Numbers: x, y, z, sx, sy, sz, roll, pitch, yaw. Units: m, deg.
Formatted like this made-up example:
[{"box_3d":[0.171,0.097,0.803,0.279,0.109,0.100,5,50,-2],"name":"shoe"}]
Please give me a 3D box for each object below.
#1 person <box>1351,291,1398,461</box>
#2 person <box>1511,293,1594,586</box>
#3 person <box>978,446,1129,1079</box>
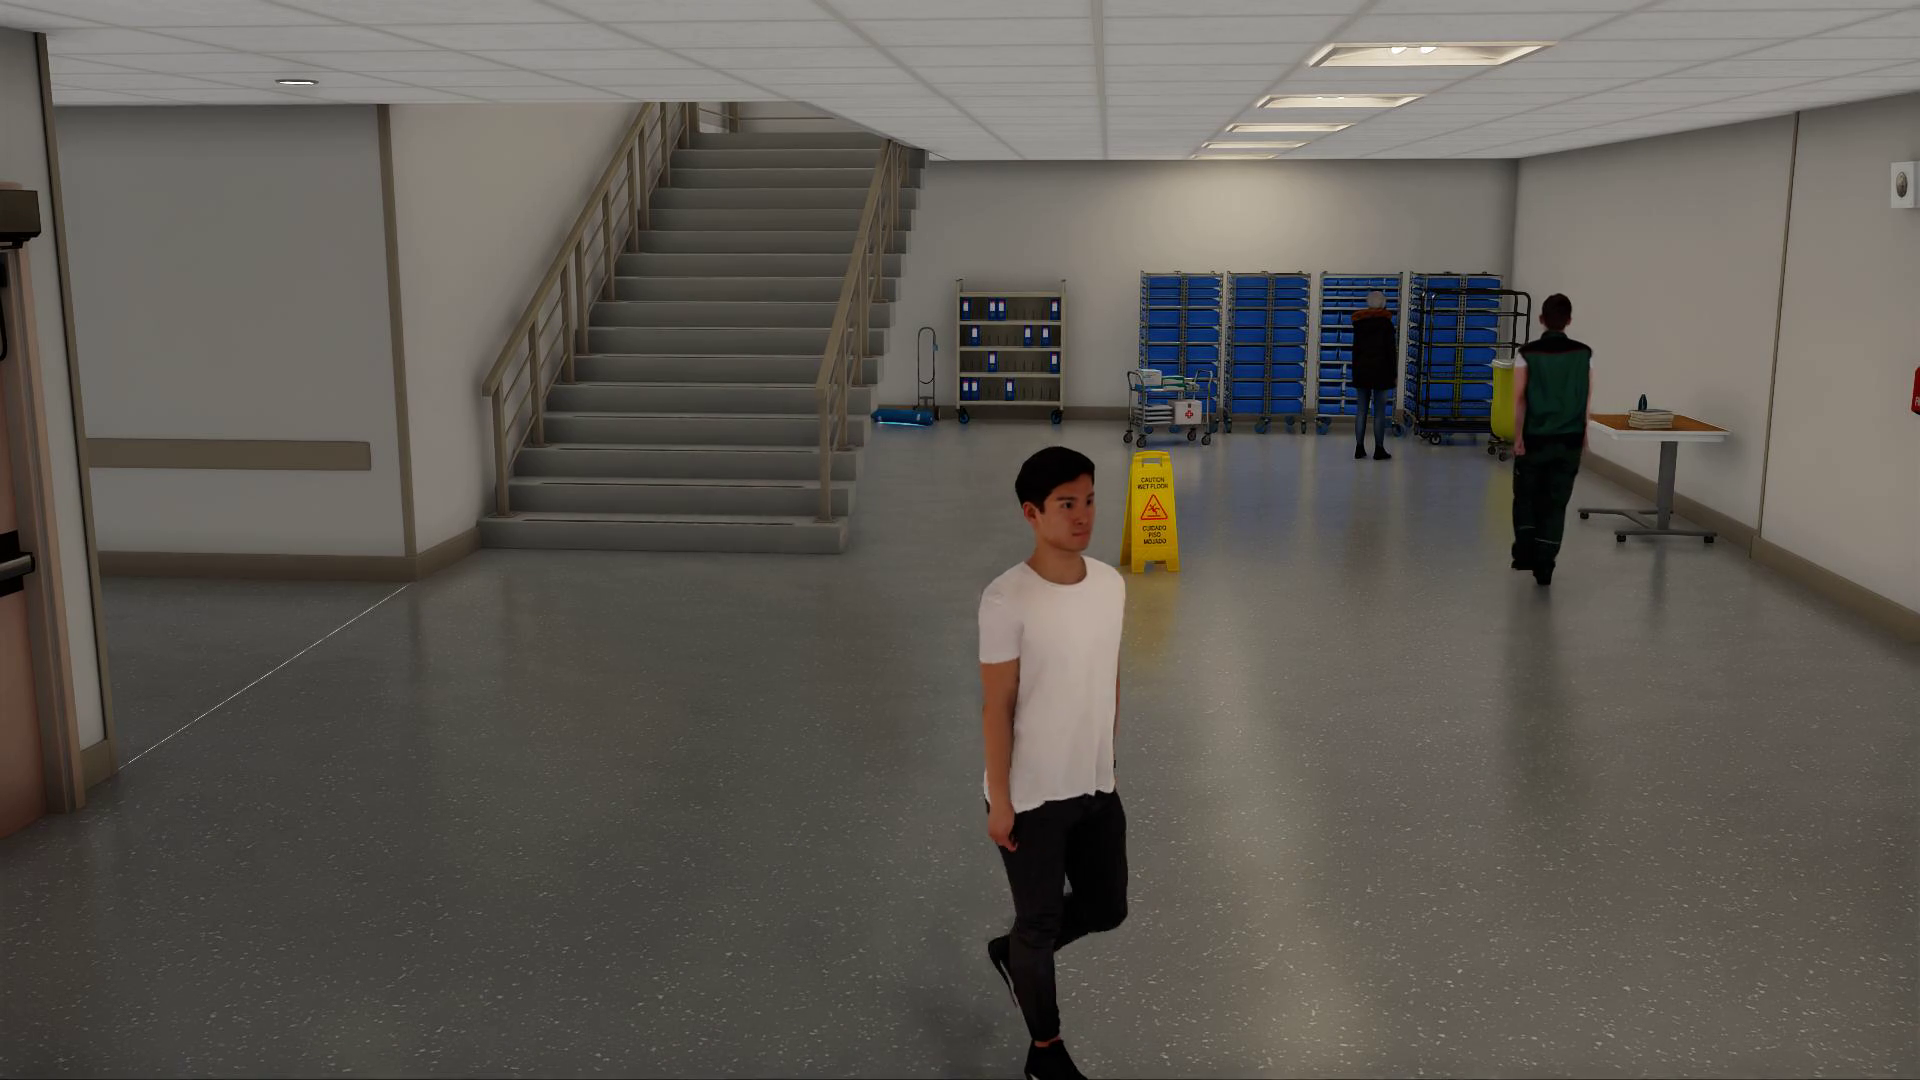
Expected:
[{"box_3d":[4.028,-1.610,16.209,0.740,1.634,0.771,8,13,35],"name":"person"},{"box_3d":[3.729,-0.624,10.490,0.695,1.831,0.708,3,11,13],"name":"person"},{"box_3d":[0.206,0.601,4.358,0.854,1.709,0.927,-7,13,-33],"name":"person"}]
